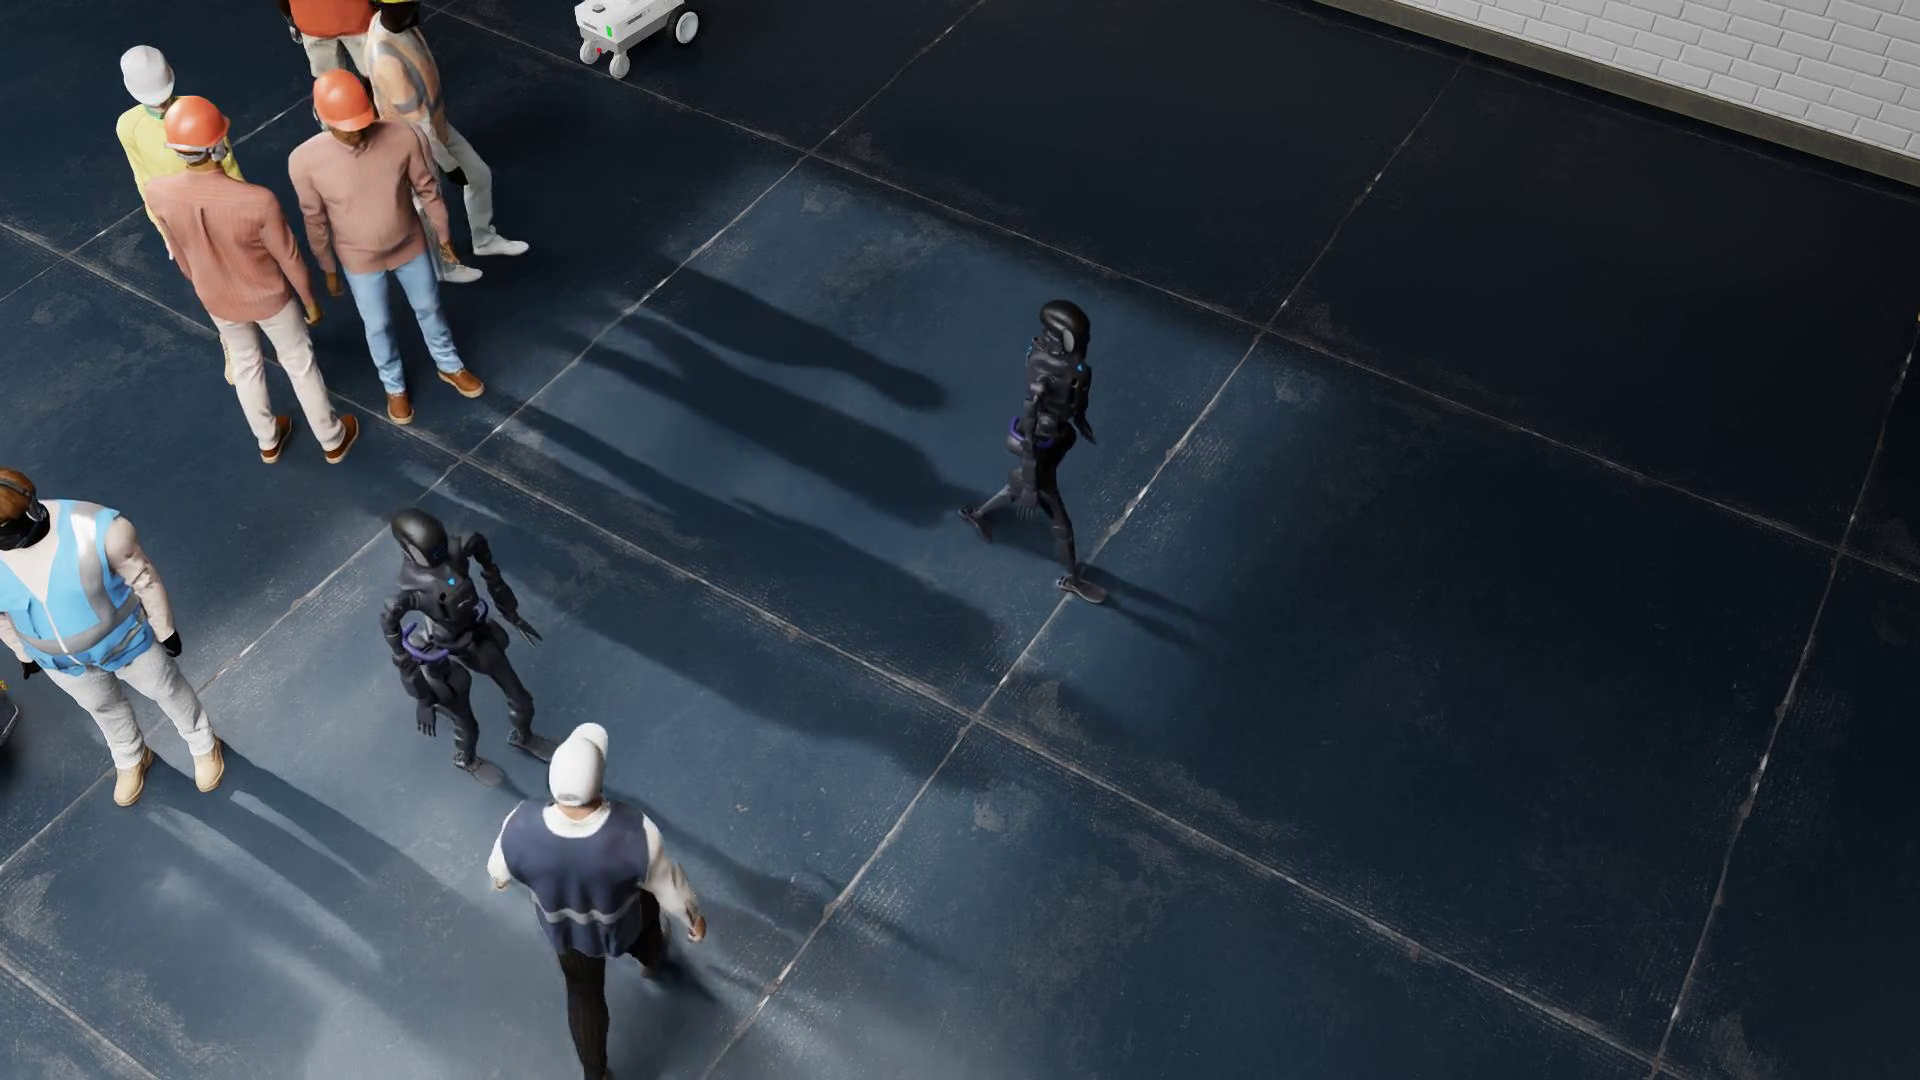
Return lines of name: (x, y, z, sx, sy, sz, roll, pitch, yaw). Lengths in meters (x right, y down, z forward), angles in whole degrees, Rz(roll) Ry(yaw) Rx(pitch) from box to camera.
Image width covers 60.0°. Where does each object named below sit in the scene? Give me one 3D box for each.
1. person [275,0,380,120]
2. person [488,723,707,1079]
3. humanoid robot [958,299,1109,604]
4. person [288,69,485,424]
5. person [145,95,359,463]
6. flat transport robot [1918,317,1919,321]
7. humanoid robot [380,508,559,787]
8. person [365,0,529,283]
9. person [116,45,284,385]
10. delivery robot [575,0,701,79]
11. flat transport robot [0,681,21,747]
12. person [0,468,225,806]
person: (-3.466, -2.909, 9.233, 0.602, 1.966, 0.368, -1, 49, -1)
person: (-1.267, 1.292, 5.723, 0.768, 1.728, 0.833, -1, 49, -1)
humanoid robot: (0.354, -0.434, 7.310, 0.837, 1.631, 0.584, 21, 52, 17)
person: (-2.712, -1.365, 7.880, 0.639, 1.982, 0.422, -23, 53, -19)
person: (-3.265, -1.162, 7.699, 0.608, 1.985, 0.410, 3, 49, 2)
flat transport robot: (5.816, -0.920, 8.620, 0.659, 0.231, 1.431, -27, 54, -22)
humanoid robot: (-1.956, 0.423, 6.515, 0.395, 1.646, 0.601, 26, 54, 21)
person: (-2.655, -2.099, 8.562, 0.688, 1.903, 0.599, -2, 49, -2)
person: (-3.695, -1.590, 8.134, 0.474, 1.886, 0.395, -20, 52, -17)
delivery robot: (-2.062, -3.343, 10.560, 0.499, 0.614, 0.803, 30, 55, 24)
flat transport robot: (-4.635, 1.097, 6.856, 0.659, 0.231, 1.431, 7, 49, 6)
person: (-3.350, 0.388, 6.432, 0.632, 1.841, 0.429, -8, 49, -7)
